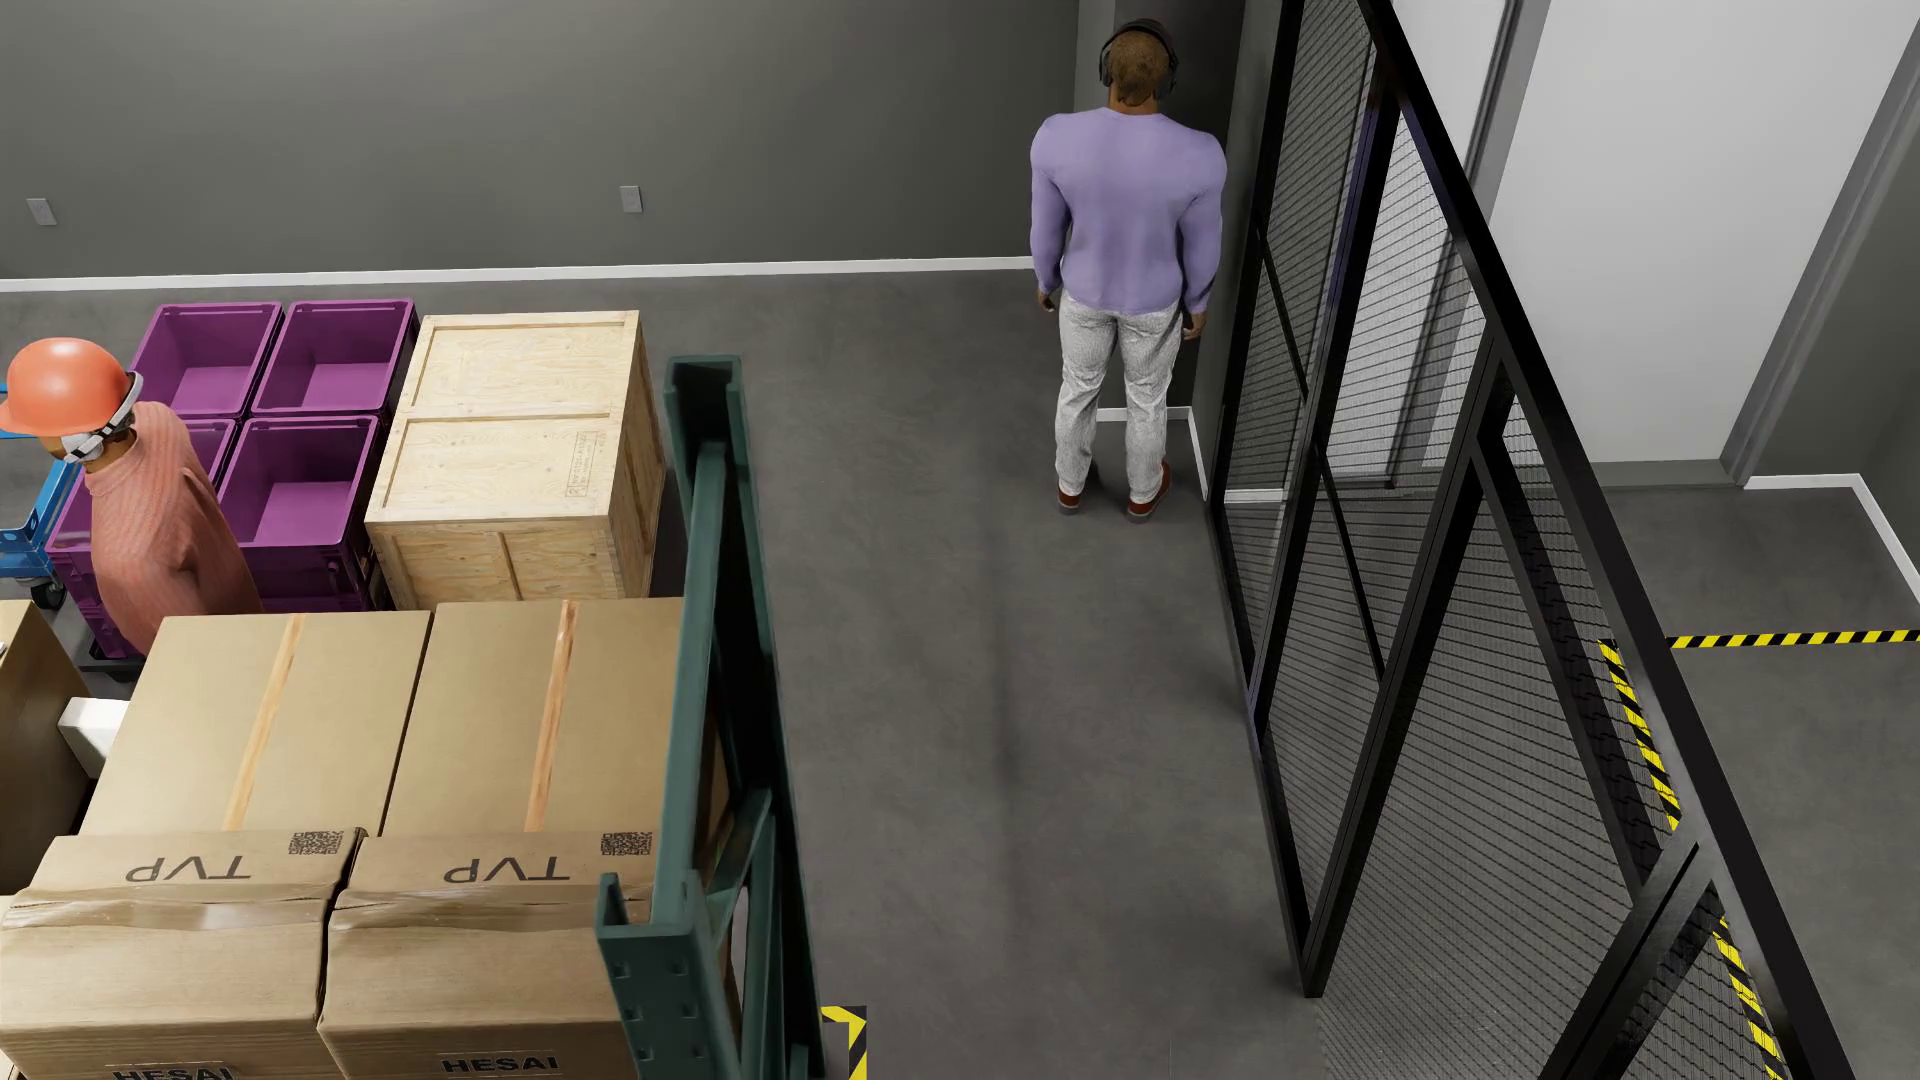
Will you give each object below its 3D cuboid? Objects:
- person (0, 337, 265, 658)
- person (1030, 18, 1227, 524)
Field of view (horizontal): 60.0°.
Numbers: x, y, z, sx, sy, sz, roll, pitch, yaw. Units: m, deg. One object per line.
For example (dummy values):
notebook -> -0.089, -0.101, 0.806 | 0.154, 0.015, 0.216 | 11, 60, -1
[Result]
person -> -2.052, 0.253, 4.476 | 0.371, 1.993, 0.622 | -12, 48, -12
person -> 0.536, -0.836, 5.554 | 0.627, 1.941, 0.370 | 11, 47, 10
